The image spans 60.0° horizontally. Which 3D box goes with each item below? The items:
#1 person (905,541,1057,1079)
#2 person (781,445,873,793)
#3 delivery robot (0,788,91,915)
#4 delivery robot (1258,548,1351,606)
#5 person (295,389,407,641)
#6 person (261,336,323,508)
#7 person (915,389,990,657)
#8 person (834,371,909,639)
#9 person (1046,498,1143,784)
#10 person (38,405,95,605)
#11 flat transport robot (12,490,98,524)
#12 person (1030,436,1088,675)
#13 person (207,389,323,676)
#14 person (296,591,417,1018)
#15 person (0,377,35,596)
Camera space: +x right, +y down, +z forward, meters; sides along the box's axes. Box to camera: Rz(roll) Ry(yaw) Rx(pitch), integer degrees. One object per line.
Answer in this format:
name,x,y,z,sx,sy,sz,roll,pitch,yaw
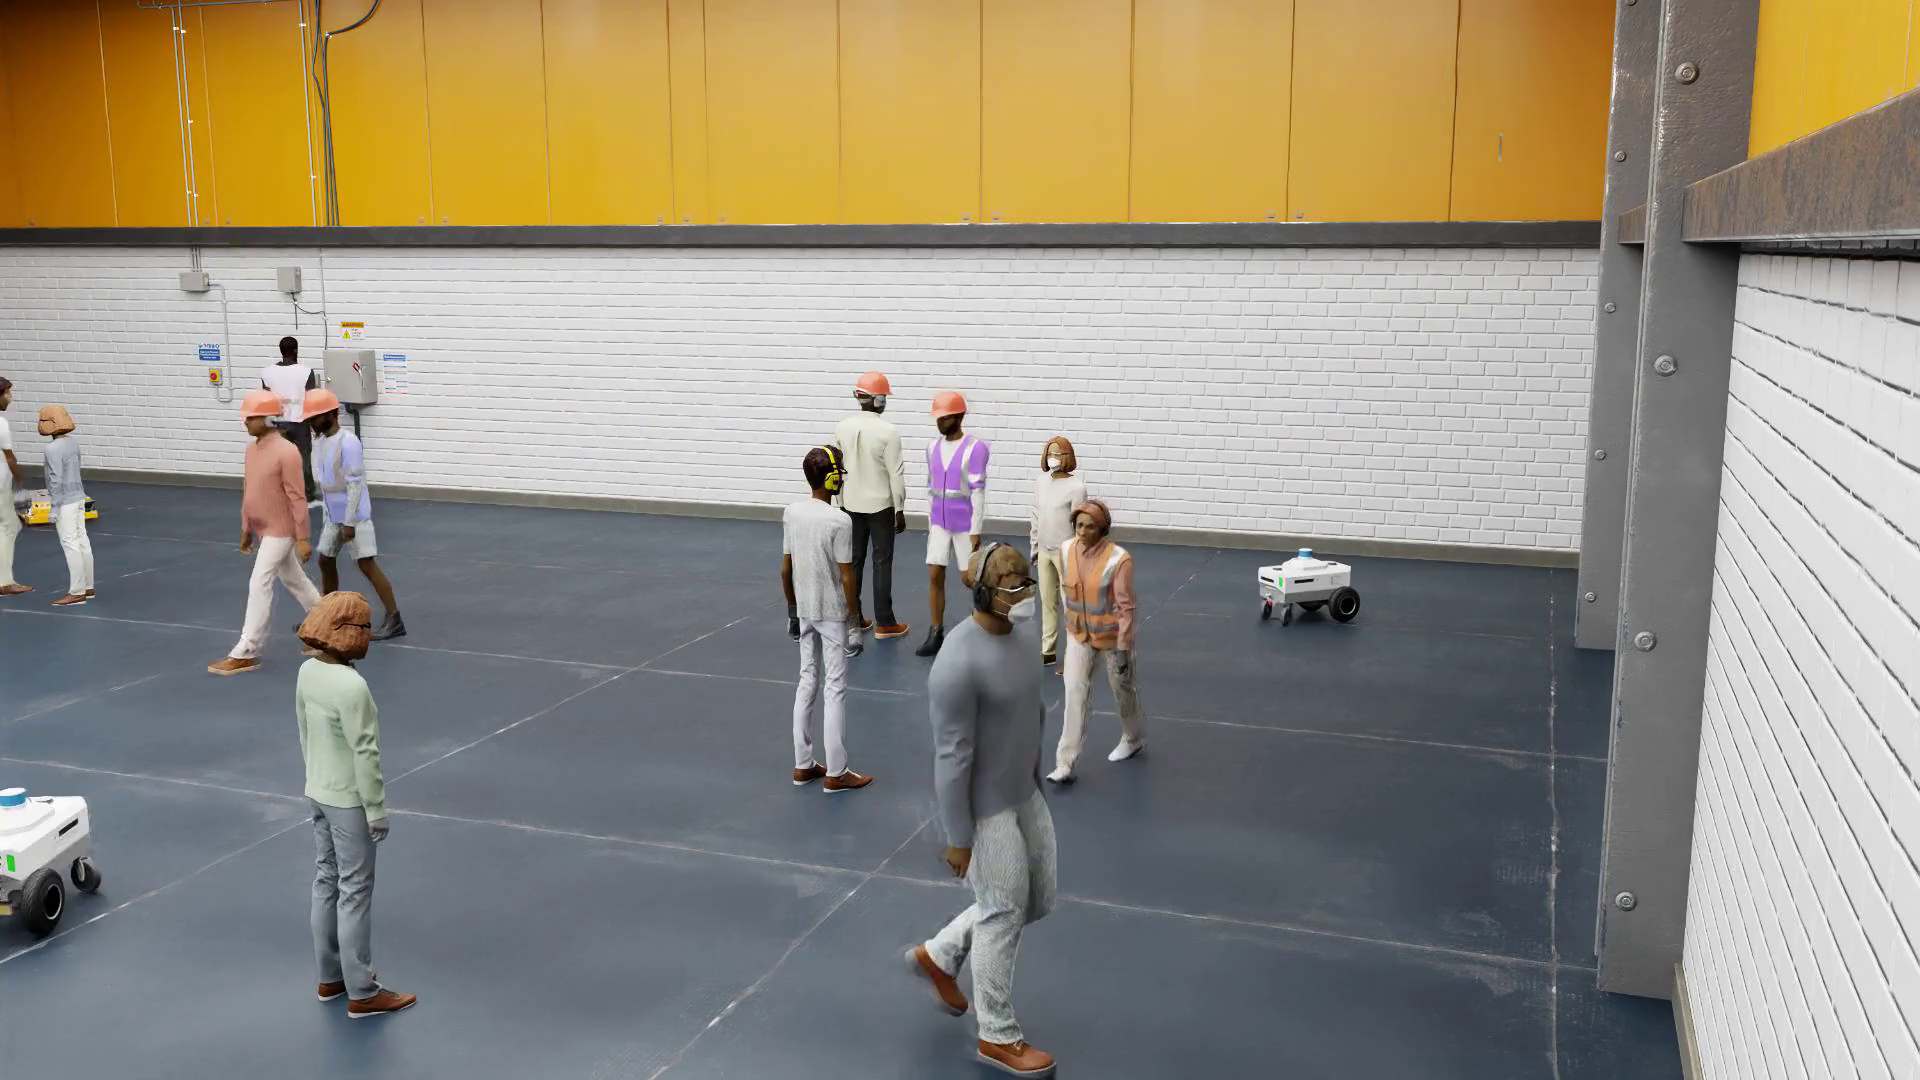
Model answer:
person,0.084,0.934,5.902,0.556,1.916,0.639,5,11,28
person,-0.723,0.420,8.936,0.531,1.870,0.317,8,13,39
delivery robot,-4.120,1.327,7.266,0.477,0.478,0.707,0,10,-3
delivery robot,2.692,0.310,12.996,0.707,0.478,0.477,-4,11,-24
person,-4.625,-0.196,12.416,0.764,1.884,0.554,9,14,42
person,-7.417,-1.296,18.467,0.597,1.916,0.370,0,10,-2
person,-0.003,-0.142,11.995,0.551,1.912,0.791,7,12,33
person,-0.657,-0.262,12.430,0.626,1.991,0.390,7,12,33
person,0.776,0.534,9.137,0.520,1.566,0.935,7,12,35
person,-7.300,-0.284,13.565,0.284,1.634,0.499,-1,10,-6
flat transport robot,-9.845,-0.385,17.969,0.652,0.197,1.431,-8,13,-38
person,0.664,0.101,11.393,0.280,1.636,0.500,-9,13,-40
person,-4.783,-0.085,11.587,0.637,1.945,1.009,9,14,43
person,-2.338,0.997,6.350,0.280,1.633,0.498,-10,14,-44
person,-7.993,-0.438,13.860,0.512,1.843,0.404,8,13,37
